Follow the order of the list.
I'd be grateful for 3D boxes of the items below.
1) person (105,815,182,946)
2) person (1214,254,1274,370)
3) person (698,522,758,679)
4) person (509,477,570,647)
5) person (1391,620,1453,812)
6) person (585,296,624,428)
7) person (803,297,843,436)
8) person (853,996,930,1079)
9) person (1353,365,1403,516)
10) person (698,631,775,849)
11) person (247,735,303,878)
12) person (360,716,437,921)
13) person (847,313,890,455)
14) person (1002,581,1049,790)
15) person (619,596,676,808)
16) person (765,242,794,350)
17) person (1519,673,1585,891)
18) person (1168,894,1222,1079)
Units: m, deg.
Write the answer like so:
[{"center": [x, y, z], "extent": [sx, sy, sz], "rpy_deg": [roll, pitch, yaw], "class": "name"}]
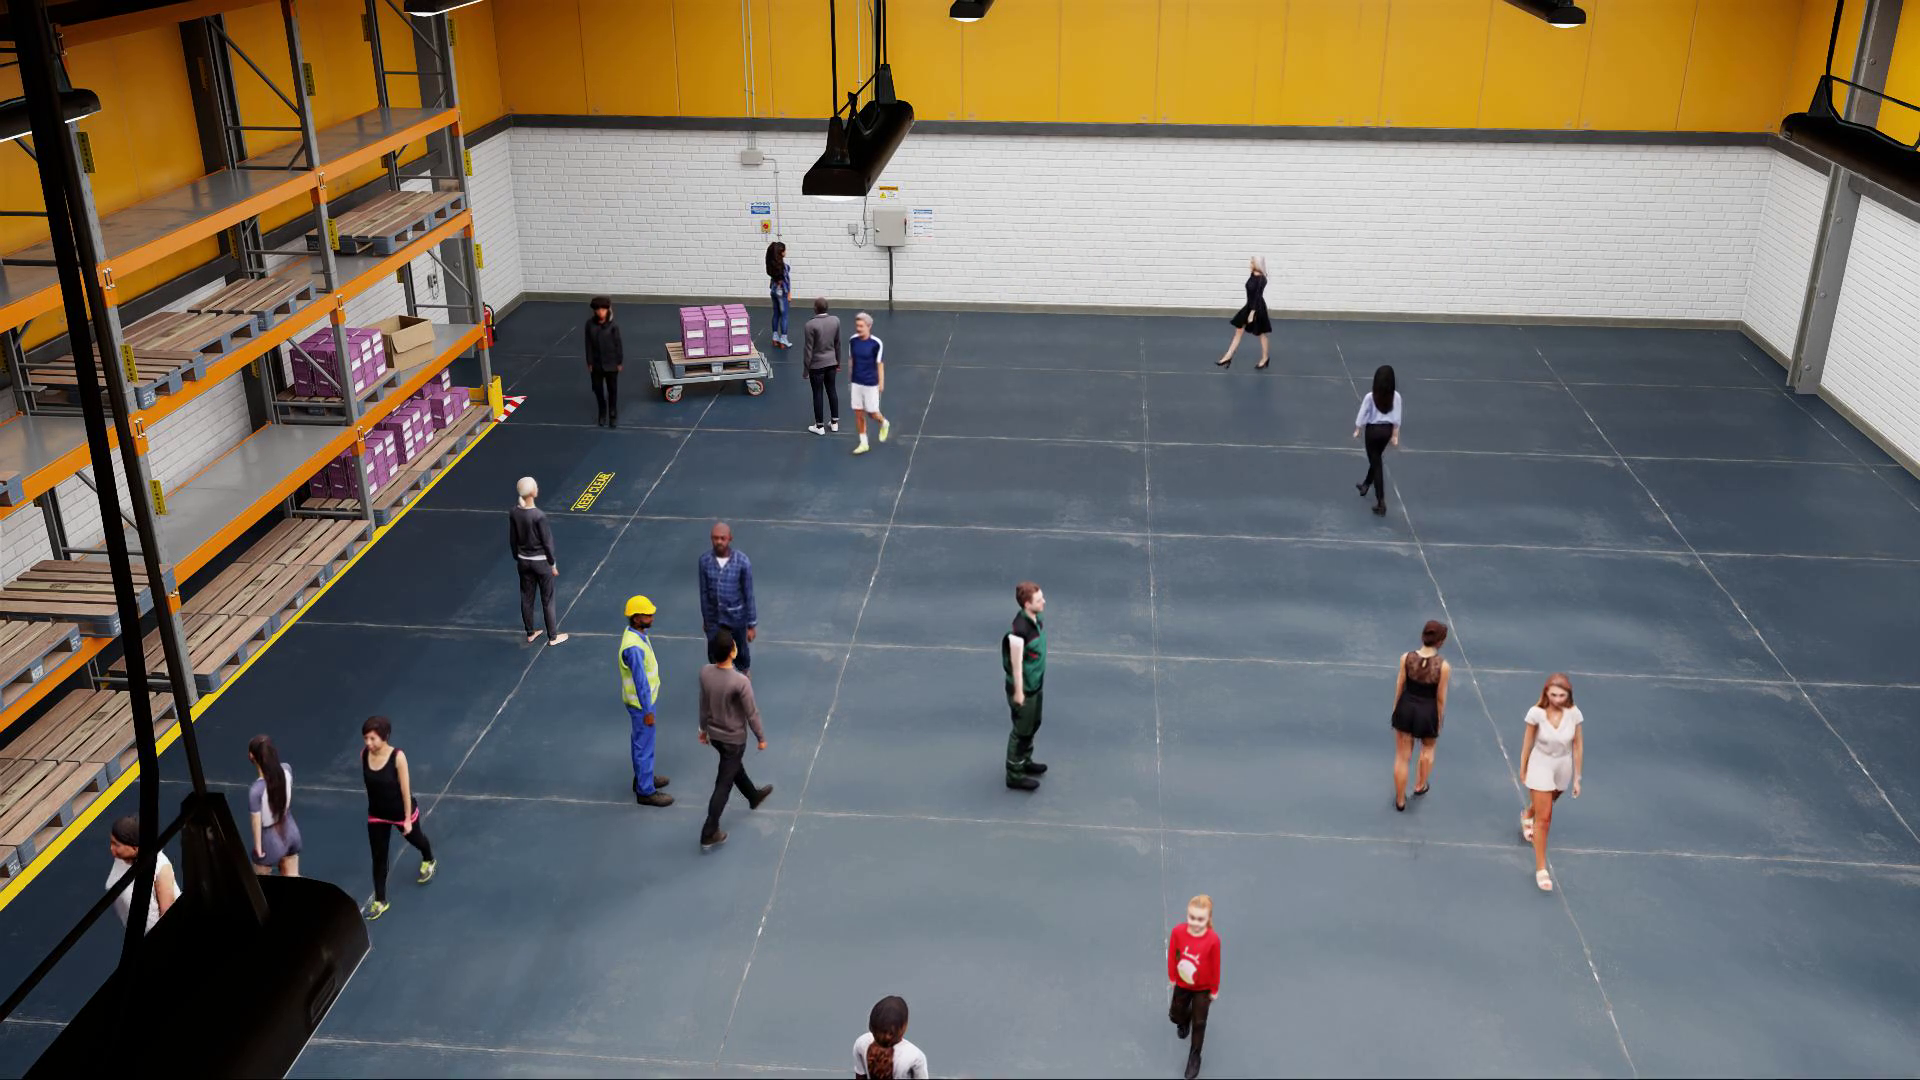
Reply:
[{"center": [-5.234, 2.490, 10.882], "extent": [0.788, 1.678, 0.811], "rpy_deg": [14, 27, 29], "class": "person"}, {"center": [4.337, -3.263, 23.997], "extent": [0.907, 1.714, 1.096], "rpy_deg": [-6, 24, -13], "class": "person"}, {"center": [-2.075, 0.655, 14.947], "extent": [0.690, 1.786, 1.146], "rpy_deg": [1, 24, 2], "class": "person"}, {"center": [-4.110, 0.193, 16.078], "extent": [0.666, 1.726, 0.609], "rpy_deg": [8, 25, 19], "class": "person"}, {"center": [3.645, 1.437, 13.309], "extent": [0.722, 1.664, 0.809], "rpy_deg": [10, 26, 22], "class": "person"}, {"center": [-4.683, -2.367, 21.884], "extent": [0.687, 1.766, 0.644], "rpy_deg": [-3, 24, -7], "class": "person"}, {"center": [-1.773, -2.270, 21.595], "extent": [0.805, 1.821, 0.831], "rpy_deg": [-15, 28, -30], "class": "person"}, {"center": [-0.369, 3.221, 9.160], "extent": [0.632, 1.719, 0.590], "rpy_deg": [7, 25, 16], "class": "person"}, {"center": [4.840, -1.119, 19.098], "extent": [0.891, 1.710, 1.106], "rpy_deg": [-7, 25, -16], "class": "person"}, {"center": [-1.862, 1.578, 12.917], "extent": [1.055, 1.719, 1.258], "rpy_deg": [11, 26, 24], "class": "person"}, {"center": [-4.753, 2.139, 11.740], "extent": [0.727, 1.634, 0.602], "rpy_deg": [8, 25, 18], "class": "person"}, {"center": [-4.146, 1.960, 12.302], "extent": [0.631, 1.513, 1.045], "rpy_deg": [5, 24, 11], "class": "person"}, {"center": [-1.152, -1.998, 20.967], "extent": [0.834, 1.824, 0.975], "rpy_deg": [12, 26, 26], "class": "person"}, {"center": [0.541, 1.169, 13.701], "extent": [0.738, 1.841, 0.566], "rpy_deg": [6, 24, 13], "class": "person"}, {"center": [-2.579, 1.280, 13.486], "extent": [0.786, 1.810, 0.616], "rpy_deg": [-4, 24, -10], "class": "person"}, {"center": [-2.718, -3.716, 25.151], "extent": [0.749, 1.621, 0.691], "rpy_deg": [-19, 30, -37], "class": "person"}, {"center": [4.468, 1.727, 12.659], "extent": [0.606, 1.653, 1.148], "rpy_deg": [0, 24, 1], "class": "person"}, {"center": [1.513, 2.806, 10.667], "extent": [0.589, 1.271, 0.748], "rpy_deg": [8, 25, 17], "class": "person"}]
